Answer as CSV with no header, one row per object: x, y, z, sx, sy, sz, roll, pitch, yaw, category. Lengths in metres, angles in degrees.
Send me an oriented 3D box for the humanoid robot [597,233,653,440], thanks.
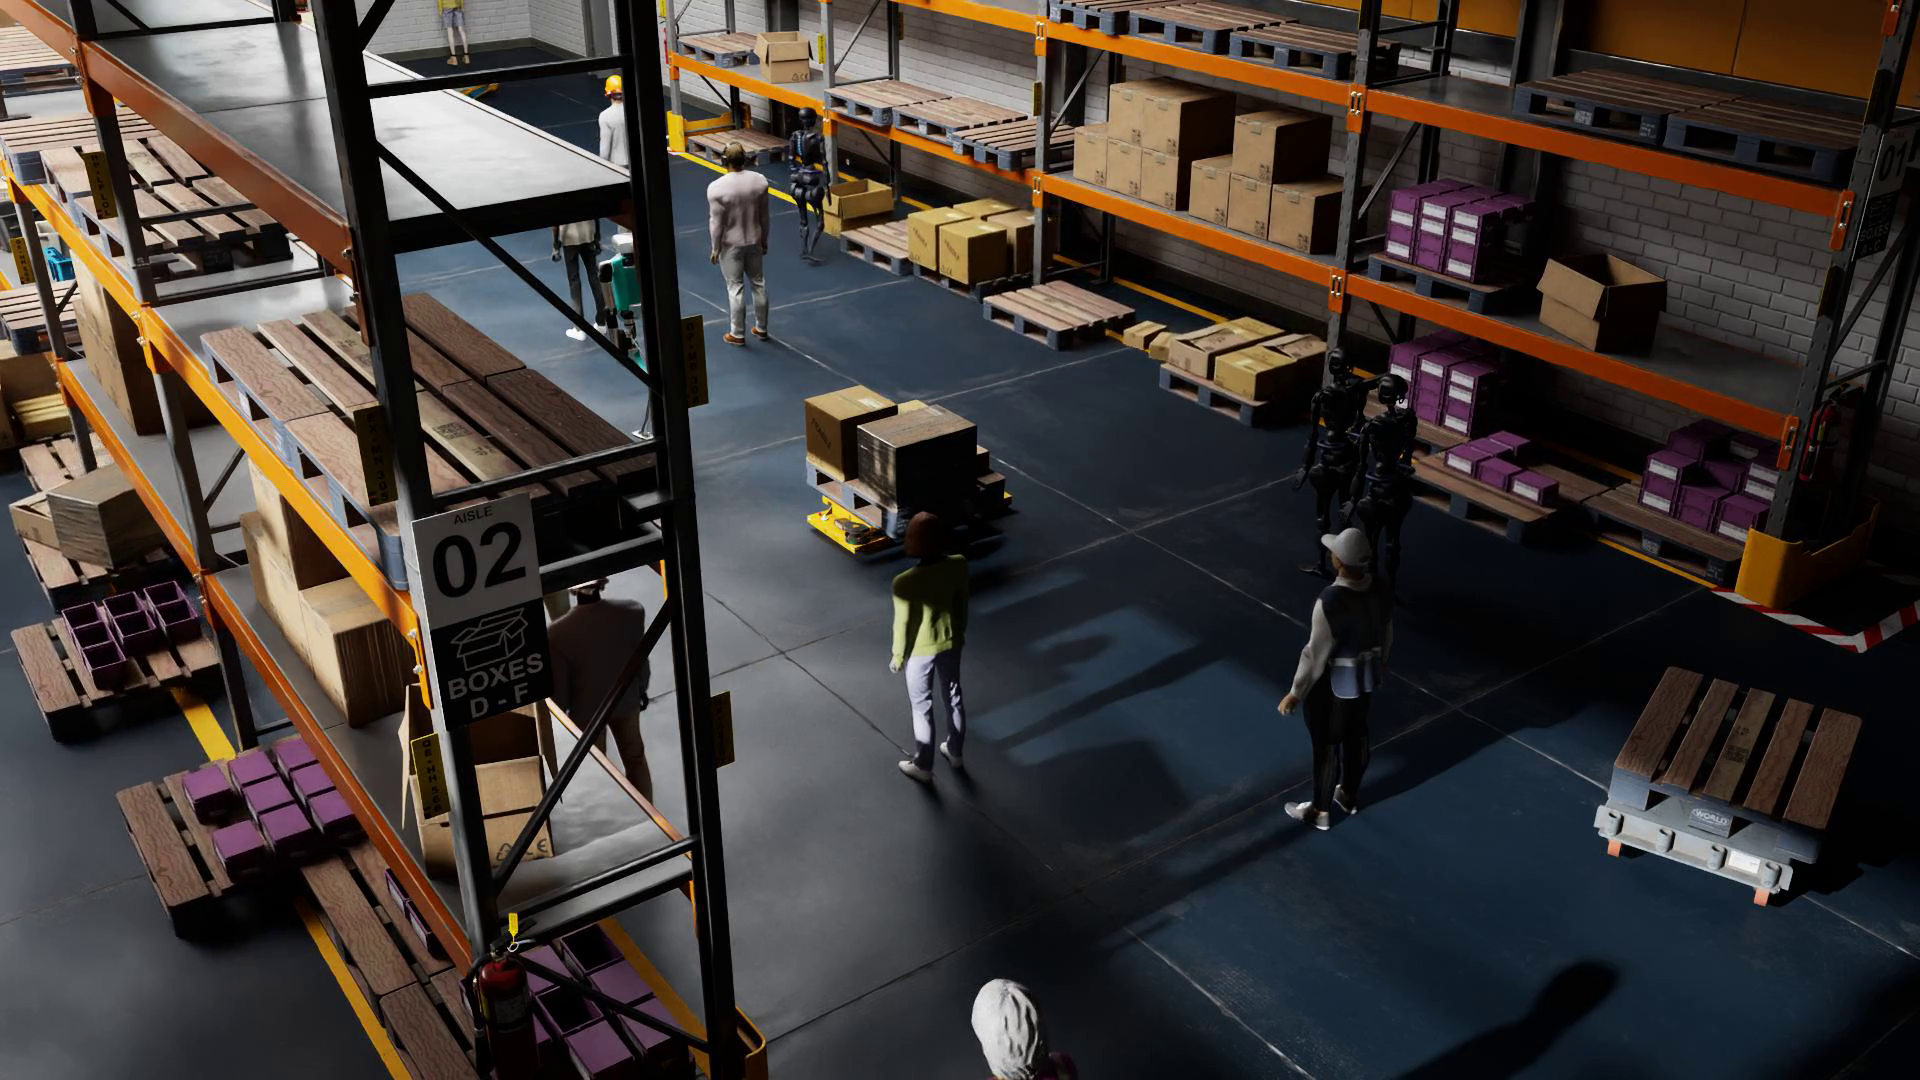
-2.493,-1.584,13.355,0.533,1.677,0.735,-18,32,-32,humanoid robot

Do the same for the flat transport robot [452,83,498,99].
-7.785,-6.977,25.864,0.659,0.231,1.431,4,27,7,flat transport robot

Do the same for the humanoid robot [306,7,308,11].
-10.213,-7.813,25.750,0.533,1.673,0.735,-18,32,-32,humanoid robot

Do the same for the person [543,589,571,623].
-2.547,0.189,9.955,0.562,1.752,0.325,-18,32,-31,person

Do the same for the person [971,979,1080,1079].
0.177,2.265,5.724,0.513,1.848,0.336,-18,32,-31,person

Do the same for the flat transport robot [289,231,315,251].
-7.181,-3.310,18.571,1.431,0.231,0.659,4,27,9,flat transport robot

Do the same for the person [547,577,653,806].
-1.878,0.824,8.692,0.562,1.752,0.325,-18,32,-31,person

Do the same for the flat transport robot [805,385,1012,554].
-0.370,-0.266,12.517,1.431,0.231,0.659,-18,32,-32,flat transport robot

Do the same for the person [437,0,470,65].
-8.588,-9.005,28.096,0.473,1.892,0.383,-18,32,-31,person

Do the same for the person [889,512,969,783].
-0.167,0.598,9.275,0.498,1.633,0.279,-18,32,-31,person

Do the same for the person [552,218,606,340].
-3.649,-2.828,15.840,0.517,1.865,0.327,-18,32,-31,person

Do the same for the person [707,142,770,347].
-2.070,-2.778,15.656,0.627,1.940,0.371,-18,32,-31,person

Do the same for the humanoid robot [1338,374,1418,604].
2.794,-0.309,11.018,0.599,1.657,0.315,-18,32,-32,humanoid robot

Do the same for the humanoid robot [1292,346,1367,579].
2.578,-0.546,11.490,0.599,1.657,0.315,-18,32,-32,humanoid robot

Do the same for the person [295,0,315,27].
-9.417,-6.955,24.070,0.620,1.845,0.430,-18,32,-31,person

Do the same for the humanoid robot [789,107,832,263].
-1.687,-3.856,18.096,0.605,1.648,0.462,20,33,34,humanoid robot

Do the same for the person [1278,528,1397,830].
2.024,0.742,8.850,0.762,1.759,0.433,-18,32,-31,person

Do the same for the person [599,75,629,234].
-3.750,-4.214,18.560,0.572,1.897,0.360,-18,32,-31,person
